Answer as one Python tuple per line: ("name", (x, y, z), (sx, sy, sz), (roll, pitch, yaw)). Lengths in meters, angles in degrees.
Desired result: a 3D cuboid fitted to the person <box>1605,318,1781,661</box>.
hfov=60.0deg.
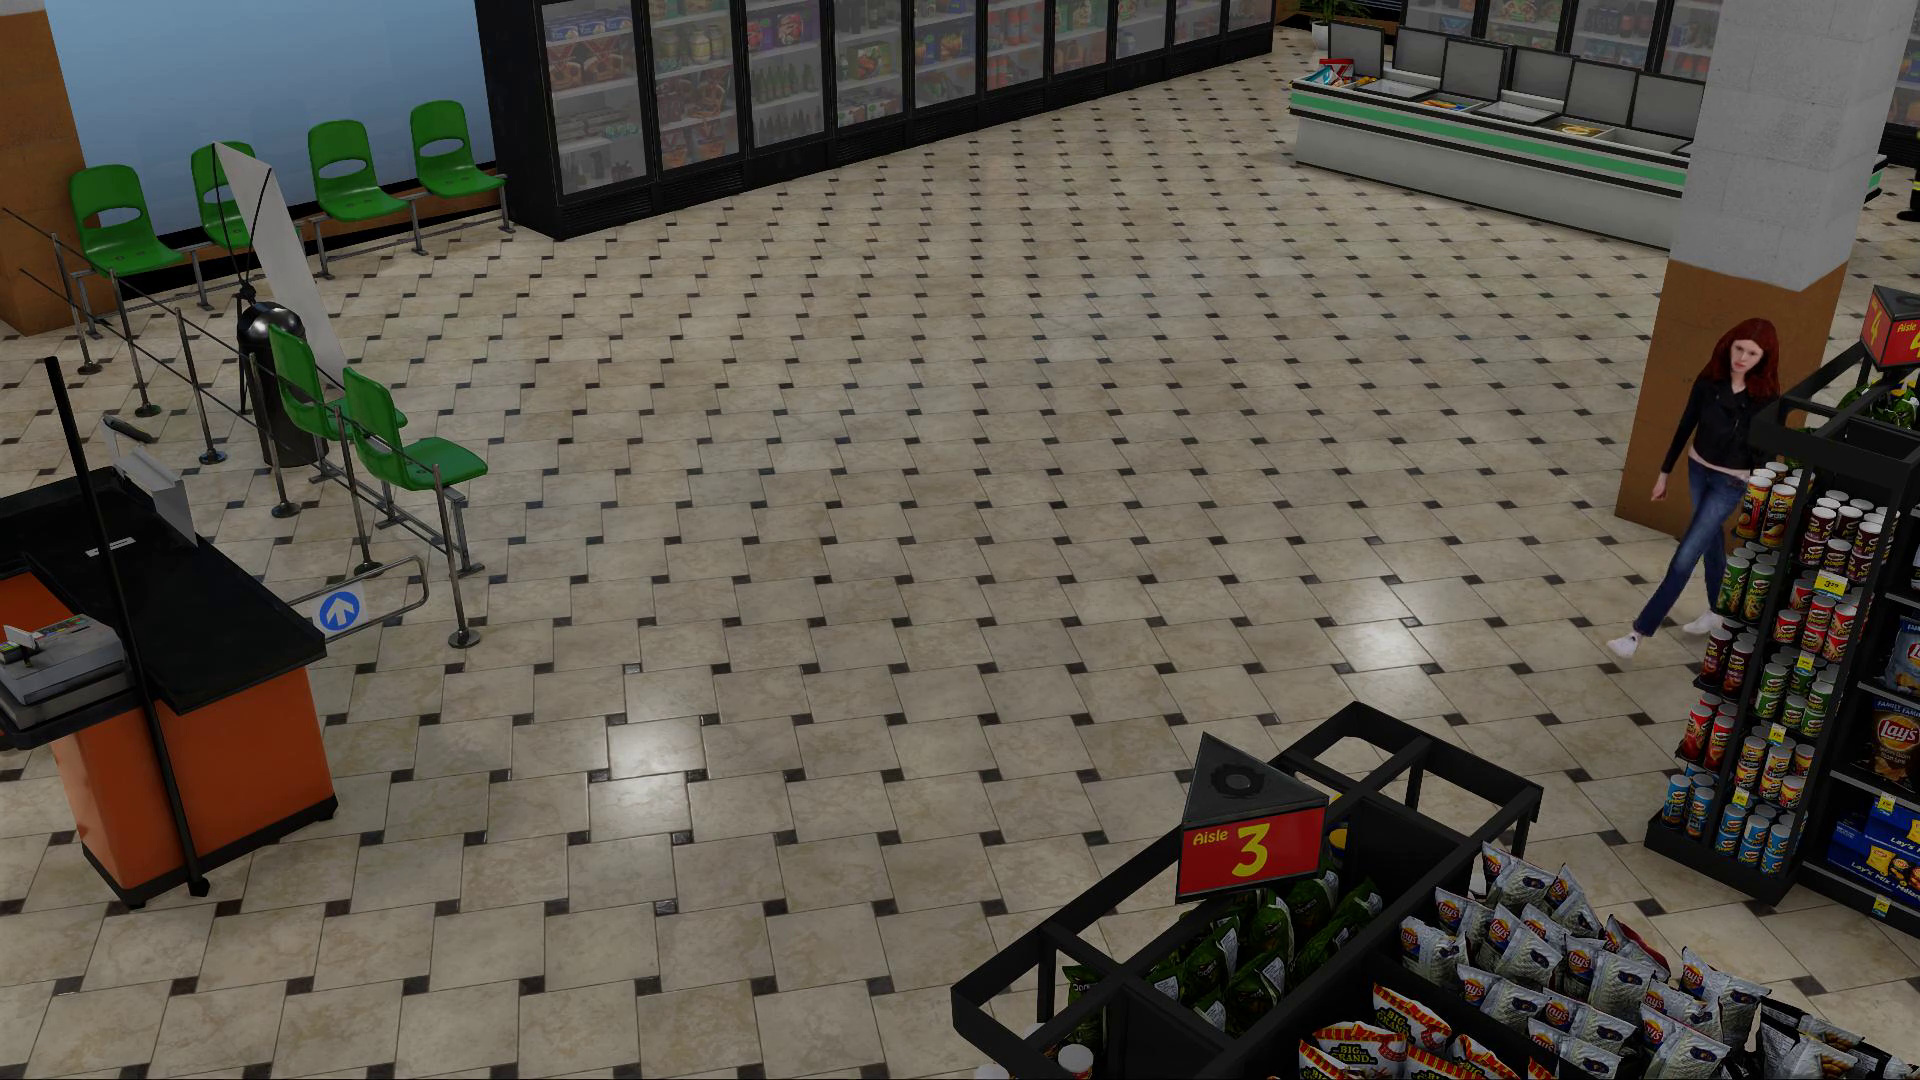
("person", (3.730, -0.251, 8.088), (0.892, 1.738, 1.178), (-15, 32, -25))
